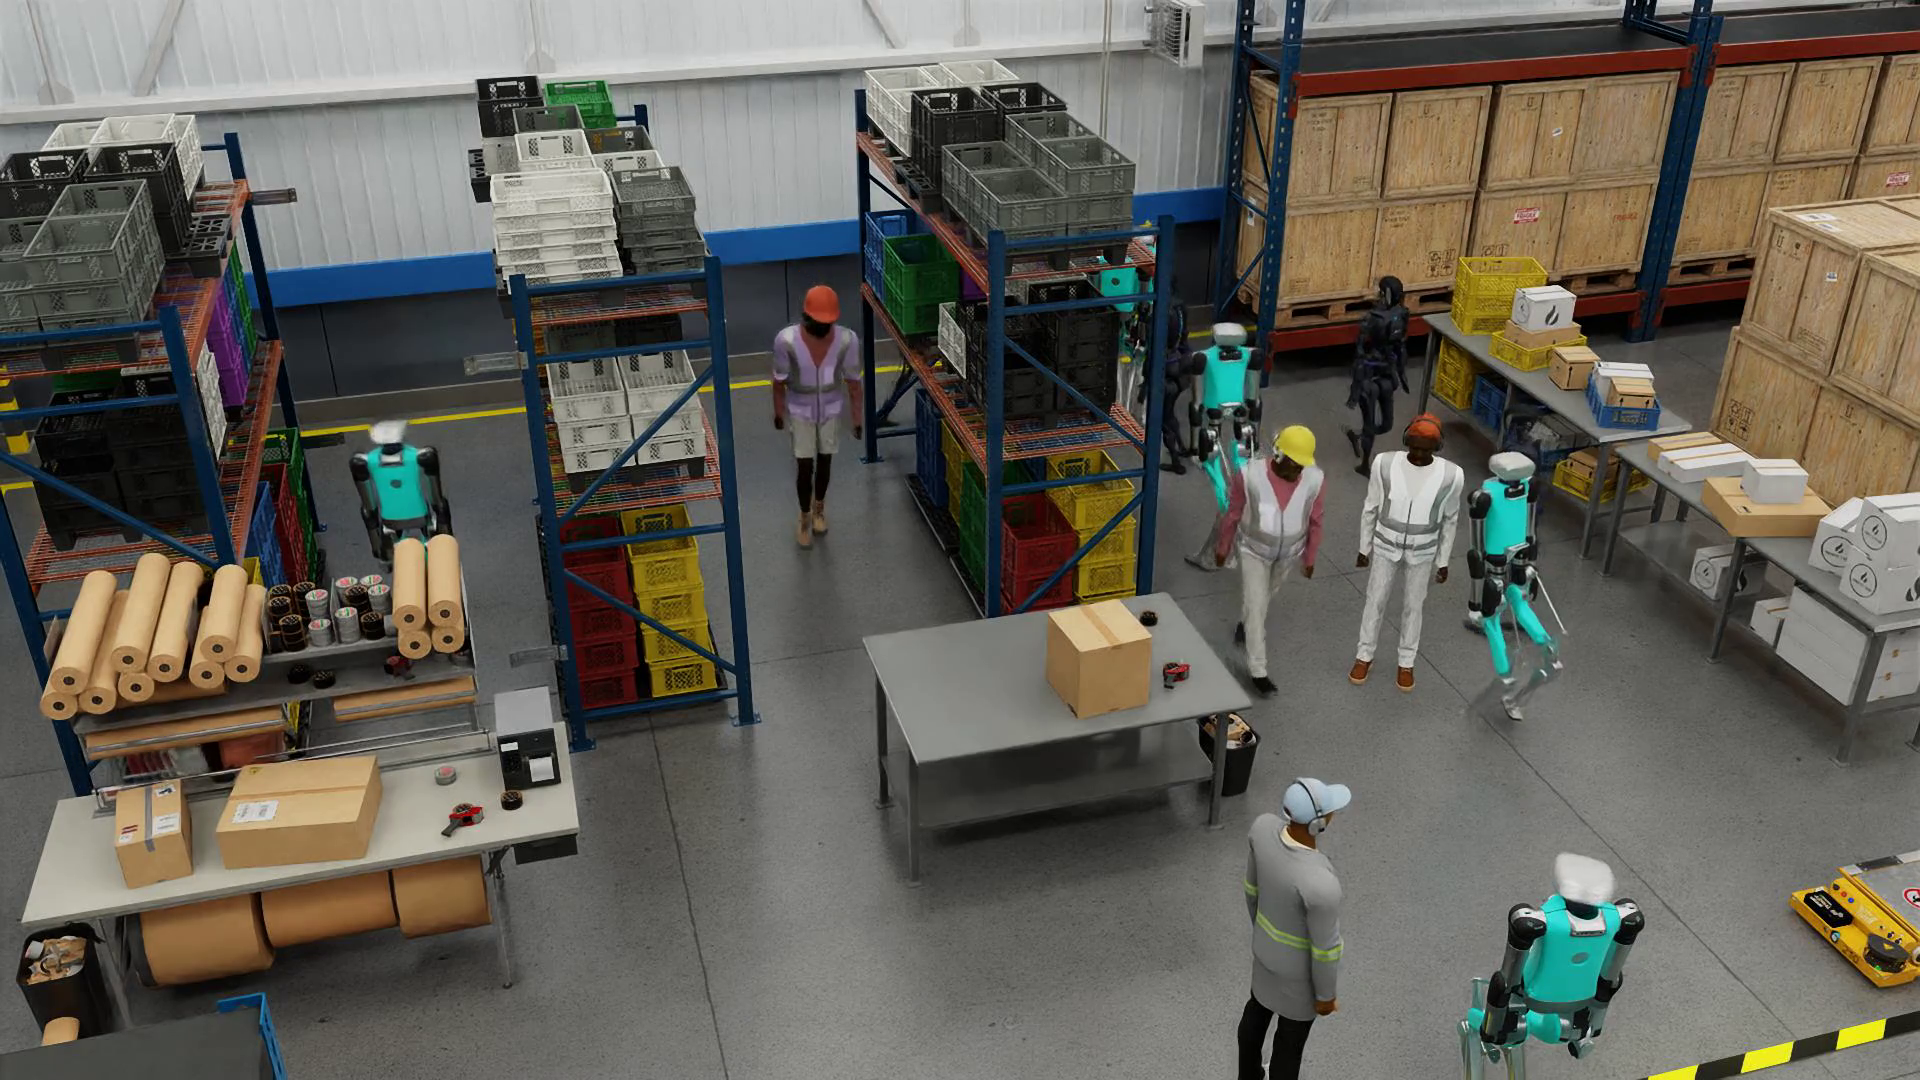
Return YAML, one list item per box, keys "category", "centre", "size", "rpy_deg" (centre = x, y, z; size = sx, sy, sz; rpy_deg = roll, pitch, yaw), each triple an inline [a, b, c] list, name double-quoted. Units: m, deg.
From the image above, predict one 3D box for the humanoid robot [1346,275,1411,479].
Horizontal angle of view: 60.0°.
- category: "humanoid robot"
  centre: [3.245, -1.302, 13.074]
  size: [0.614, 1.640, 0.492]
  rpy_deg: [-18, 34, -30]

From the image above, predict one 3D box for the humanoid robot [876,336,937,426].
- category: "humanoid robot"
  centre: [-0.330, -1.652, 13.777]
  size: [0.845, 1.615, 0.608]
  rpy_deg: [-4, 29, -7]

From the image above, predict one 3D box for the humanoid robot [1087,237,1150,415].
- category: "humanoid robot"
  centre: [1.348, -1.794, 13.767]
  size: [0.533, 1.673, 0.735]
  rpy_deg: [10, 30, 17]

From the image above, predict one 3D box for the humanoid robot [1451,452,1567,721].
- category: "humanoid robot"
  centre: [3.363, 0.407, 9.918]
  size: [0.534, 1.778, 0.838]
  rpy_deg: [-16, 33, -26]

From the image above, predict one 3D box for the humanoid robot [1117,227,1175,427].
- category: "humanoid robot"
  centre: [1.463, -1.831, 13.937]
  size: [0.541, 1.759, 0.676]
  rpy_deg: [0, 29, 0]

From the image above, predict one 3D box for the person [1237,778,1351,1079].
- category: "person"
  centre: [1.452, 1.797, 7.247]
  size: [0.365, 1.852, 0.589]
  rpy_deg: [-13, 31, -22]

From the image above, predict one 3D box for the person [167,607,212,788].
- category: "person"
  centre: [-3.854, 1.129, 8.518]
  size: [0.883, 1.816, 0.630]
  rpy_deg: [-9, 30, -16]

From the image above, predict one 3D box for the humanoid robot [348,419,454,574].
- category: "humanoid robot"
  centre: [-3.536, -0.107, 10.847]
  size: [0.547, 1.762, 0.975]
  rpy_deg: [-5, 29, -8]

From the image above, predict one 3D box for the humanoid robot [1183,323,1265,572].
- category: "humanoid robot"
  centre: [1.905, -0.595, 11.707]
  size: [0.554, 1.754, 0.783]
  rpy_deg: [-5, 29, -9]

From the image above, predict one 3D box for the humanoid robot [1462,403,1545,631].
- category: "humanoid robot"
  centre: [3.669, -0.108, 10.905]
  size: [0.509, 1.634, 0.601]
  rpy_deg: [14, 32, 23]

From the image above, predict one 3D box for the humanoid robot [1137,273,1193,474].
- category: "humanoid robot"
  centre: [1.655, -1.316, 13.103]
  size: [0.395, 1.643, 0.590]
  rpy_deg: [22, 36, 35]

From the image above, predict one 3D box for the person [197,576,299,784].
- category: "person"
  centre: [-3.616, 1.050, 8.490]
  size: [0.362, 1.962, 0.611]
  rpy_deg: [7, 30, 12]

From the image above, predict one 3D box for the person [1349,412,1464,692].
- category: "person"
  centre: [2.765, 0.073, 10.349]
  size: [0.573, 1.887, 0.355]
  rpy_deg: [9, 30, 16]

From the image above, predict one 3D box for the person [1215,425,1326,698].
- category: "person"
  centre: [1.954, 0.045, 10.535]
  size: [0.640, 1.765, 0.944]
  rpy_deg: [-2, 29, -5]

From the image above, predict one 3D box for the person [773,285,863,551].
- category: "person"
  centre: [-1.003, -0.891, 11.980]
  size: [0.630, 2.006, 0.742]
  rpy_deg: [-7, 30, -13]

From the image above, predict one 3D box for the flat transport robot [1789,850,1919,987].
- category: "flat transport robot"
  centre: [5.163, 1.916, 8.676]
  size: [1.431, 0.231, 0.659]
  rpy_deg: [-8, 30, -14]

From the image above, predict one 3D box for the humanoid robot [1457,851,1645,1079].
- category: "humanoid robot"
  centre: [2.401, 1.896, 7.047]
  size: [0.533, 1.677, 0.735]
  rpy_deg: [-2, 29, -4]
